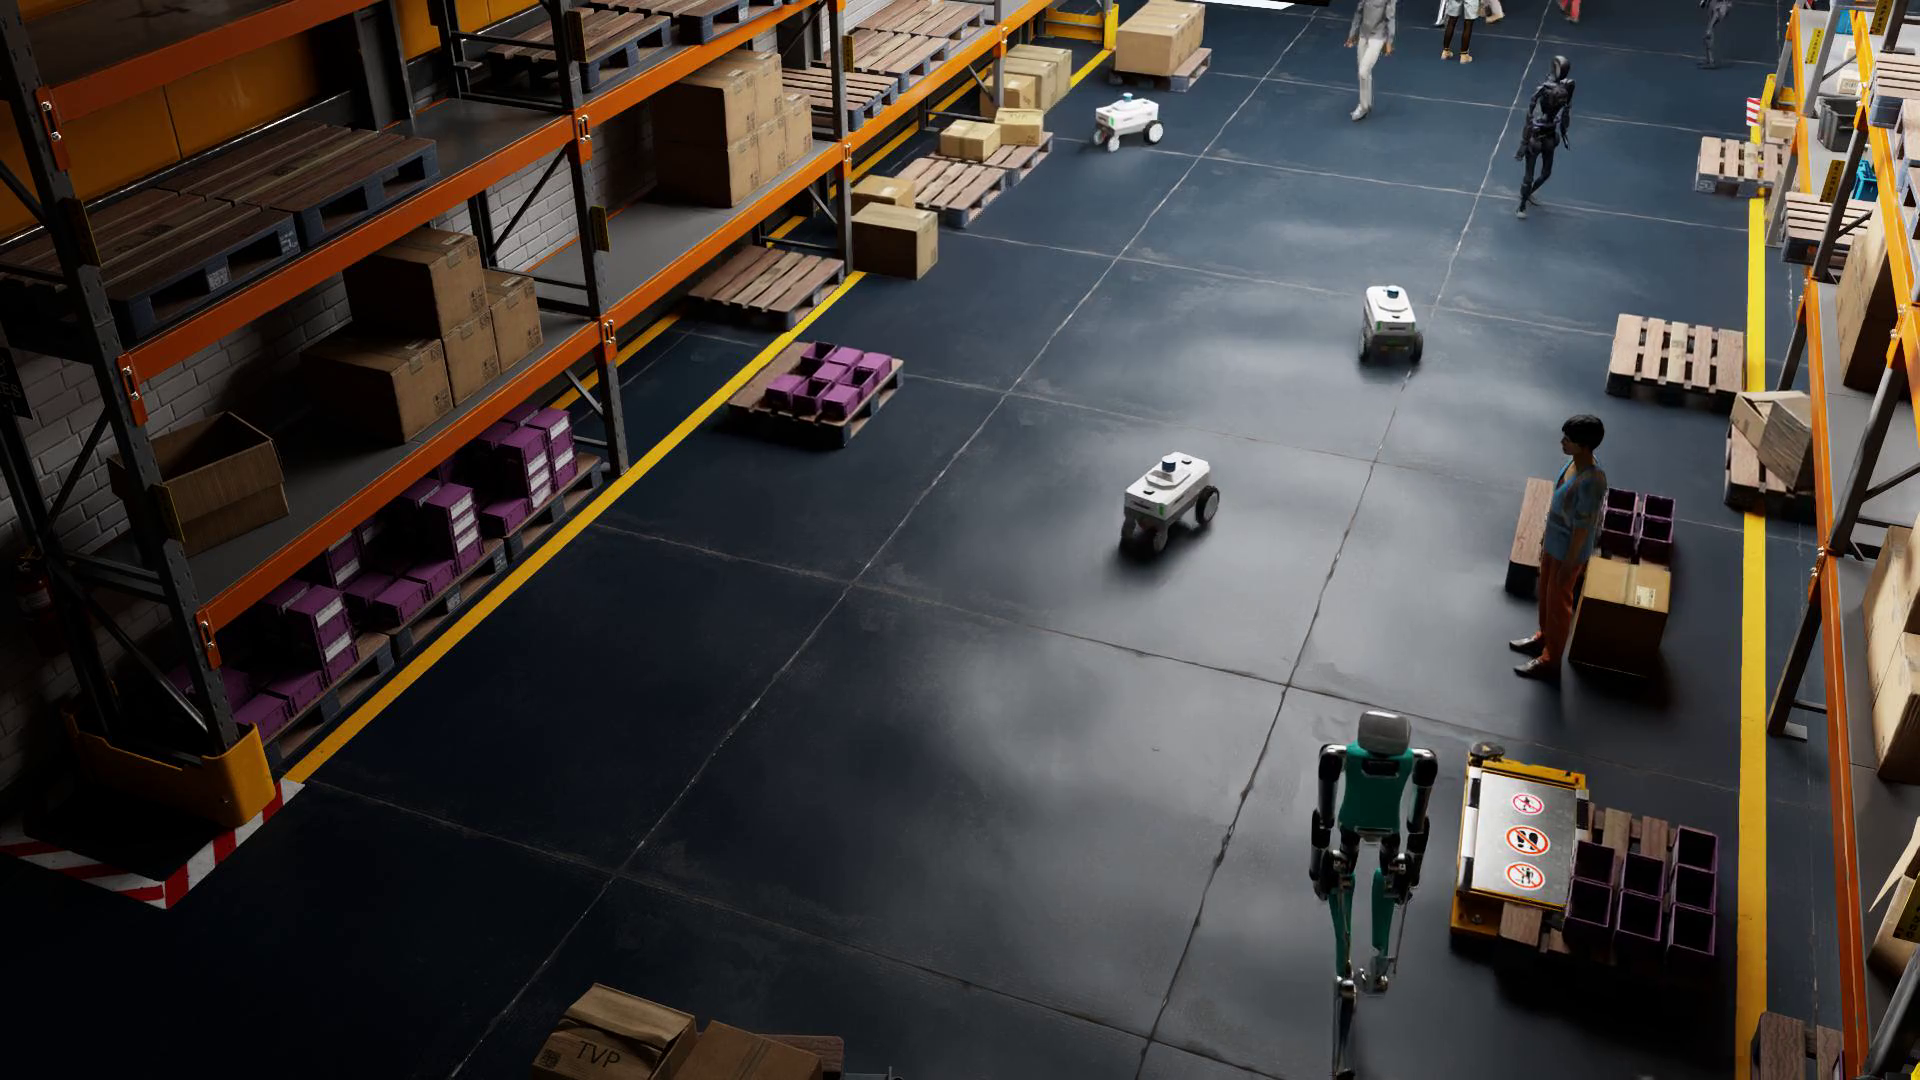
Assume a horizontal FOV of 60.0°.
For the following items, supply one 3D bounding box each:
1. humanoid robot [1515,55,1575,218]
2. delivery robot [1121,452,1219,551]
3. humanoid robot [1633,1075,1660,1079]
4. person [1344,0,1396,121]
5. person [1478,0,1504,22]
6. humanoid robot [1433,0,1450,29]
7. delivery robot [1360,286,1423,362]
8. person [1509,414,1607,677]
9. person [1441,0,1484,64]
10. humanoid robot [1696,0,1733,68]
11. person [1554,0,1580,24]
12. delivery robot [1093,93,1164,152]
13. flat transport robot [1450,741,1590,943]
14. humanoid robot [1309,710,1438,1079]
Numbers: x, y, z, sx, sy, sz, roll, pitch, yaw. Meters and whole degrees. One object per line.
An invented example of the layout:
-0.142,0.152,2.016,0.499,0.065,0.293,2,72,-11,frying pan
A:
5.783,-4.048,16.564,0.608,1.636,0.480,-16,36,-23,humanoid robot
1.487,-0.322,11.844,0.499,0.614,0.797,22,39,30,delivery robot
2.373,2.600,6.277,0.588,1.650,0.369,-22,39,-30,humanoid robot
4.637,-5.734,18.982,0.619,1.877,0.562,-19,37,-27,person
7.220,-7.879,22.420,0.572,1.739,0.498,19,37,26,person
6.559,-7.615,22.130,0.716,1.907,0.549,-28,42,-36,humanoid robot
3.674,-1.890,14.235,0.499,0.575,0.759,2,33,3,delivery robot
3.682,0.031,10.174,0.338,1.758,0.502,3,33,4,person
6.360,-6.854,20.886,0.532,1.692,0.320,28,42,36,person
9.462,-6.749,20.747,0.431,1.639,0.601,-3,33,-4,humanoid robot
8.344,-7.955,22.551,0.549,1.721,0.869,-7,34,-11,person
1.877,-4.696,18.585,0.764,0.582,0.499,-20,38,-28,delivery robot
3.053,1.655,9.031,0.659,0.231,1.431,10,34,15,flat transport robot
1.867,1.729,7.593,0.548,1.782,0.924,3,33,5,humanoid robot
